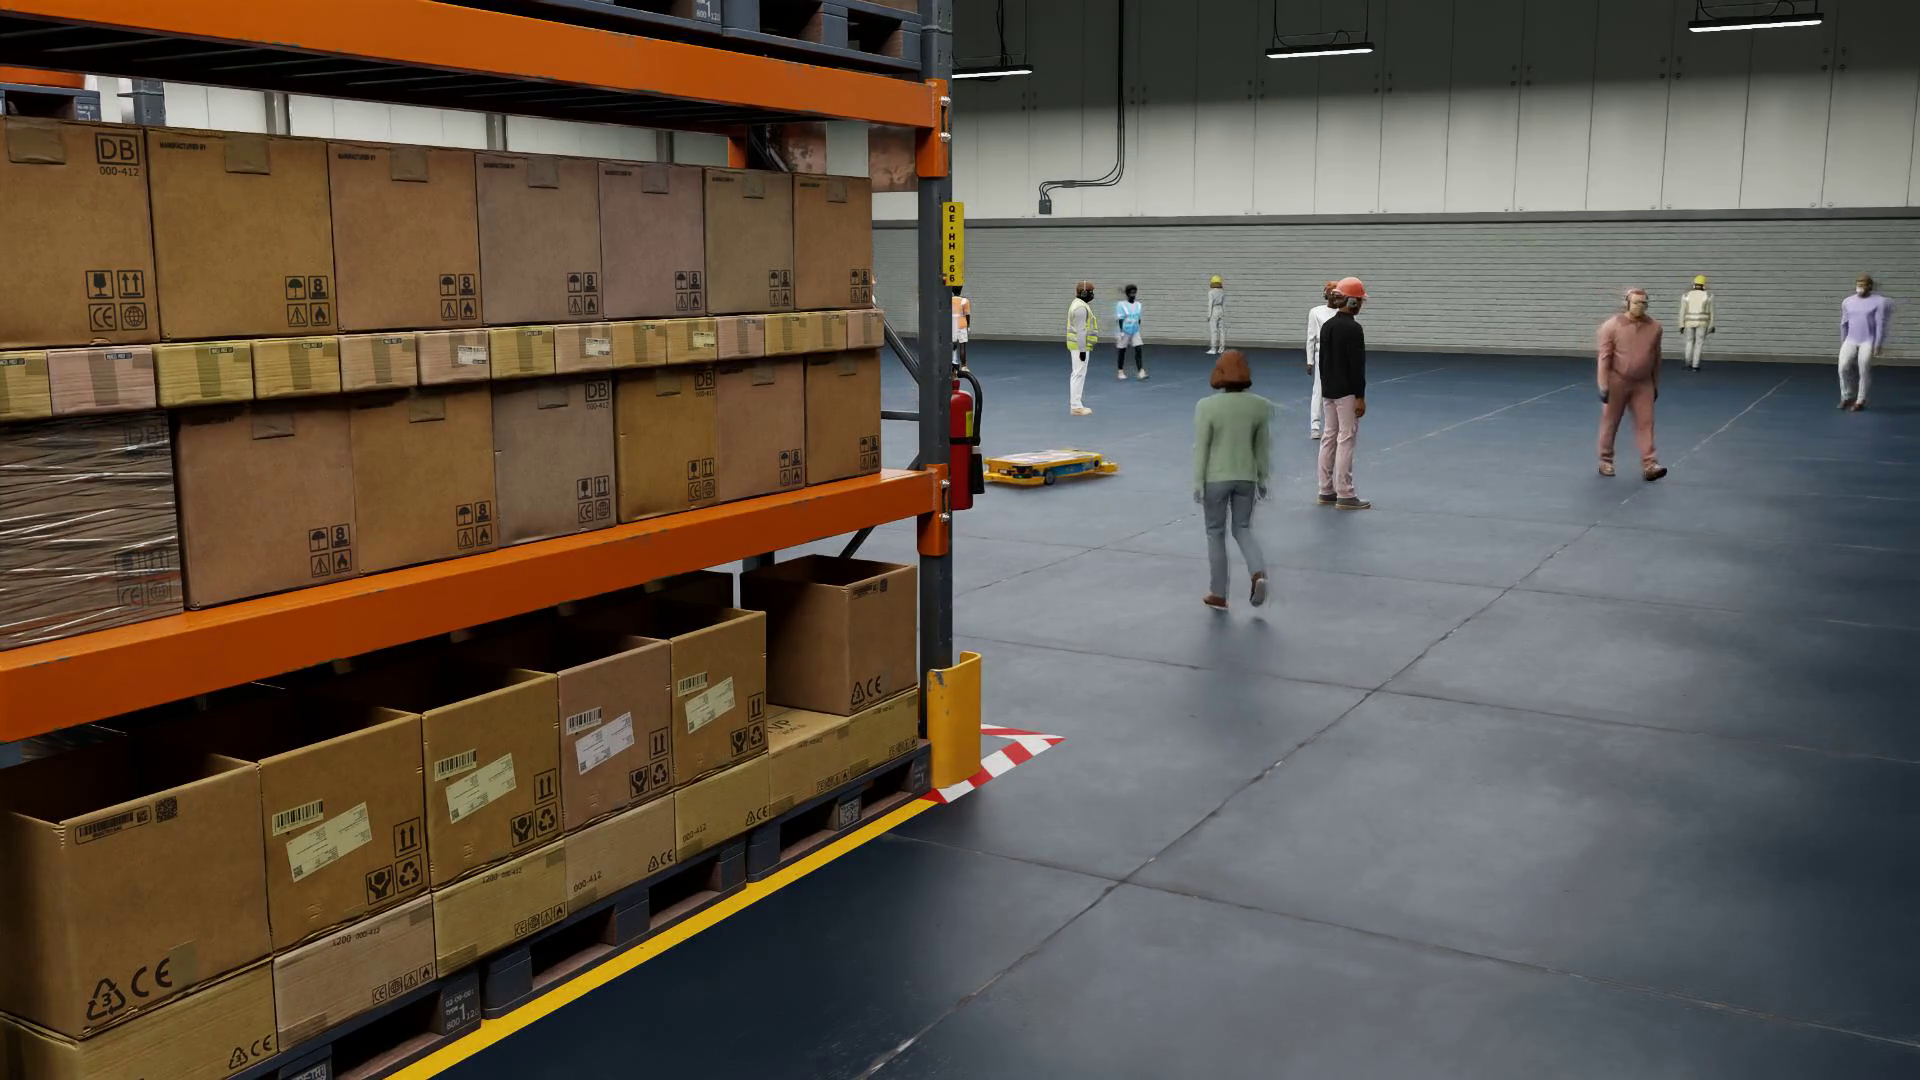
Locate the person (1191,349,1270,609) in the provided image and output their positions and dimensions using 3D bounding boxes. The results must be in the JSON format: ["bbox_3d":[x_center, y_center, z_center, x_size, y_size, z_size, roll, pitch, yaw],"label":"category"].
[{"bbox_3d":[1.666,-0.352,10.145,0.501,1.617,0.489,-3,10,-16],"label":"person"}]

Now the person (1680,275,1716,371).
[{"bbox_3d":[13.982,-4.096,31.485,0.606,1.821,0.517,8,13,40],"label":"person"}]

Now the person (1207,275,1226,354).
[{"bbox_3d":[5.725,-5.043,37.232,0.492,1.742,0.321,-6,11,-31],"label":"person"}]

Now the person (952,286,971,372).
[{"bbox_3d":[-0.053,-3.948,30.963,0.534,1.697,0.318,3,10,16],"label":"person"}]

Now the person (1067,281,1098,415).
[{"bbox_3d":[1.684,-2.638,22.903,0.430,1.836,0.628,0,10,1],"label":"person"}]

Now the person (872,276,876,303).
[{"bbox_3d":[-1.468,-3.203,25.889,0.378,1.938,0.547,6,11,31],"label":"person"}]

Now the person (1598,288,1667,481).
[{"bbox_3d":[6.537,-1.501,16.169,0.674,1.855,0.988,0,10,-1],"label":"person"}]

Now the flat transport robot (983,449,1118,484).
[{"bbox_3d":[0.844,-0.724,16.253,0.652,0.197,1.431,9,13,42],"label":"flat transport robot"}]

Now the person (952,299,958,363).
[{"bbox_3d":[-0.312,-3.045,25.340,0.651,1.815,0.440,4,10,22],"label":"person"}]

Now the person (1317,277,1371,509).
[{"bbox_3d":[3.330,-1.267,14.402,0.384,1.991,0.609,-3,10,-19],"label":"person"}]

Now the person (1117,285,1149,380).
[{"bbox_3d":[3.013,-3.627,29.166,0.538,1.658,0.832,-4,11,-24],"label":"person"}]

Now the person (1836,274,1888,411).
[{"bbox_3d":[12.598,-2.746,23.281,0.530,1.921,0.633,-8,13,-40],"label":"person"}]

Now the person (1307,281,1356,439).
[{"bbox_3d":[4.415,-2.135,19.795,0.585,1.882,0.337,0,10,-2],"label":"person"}]
